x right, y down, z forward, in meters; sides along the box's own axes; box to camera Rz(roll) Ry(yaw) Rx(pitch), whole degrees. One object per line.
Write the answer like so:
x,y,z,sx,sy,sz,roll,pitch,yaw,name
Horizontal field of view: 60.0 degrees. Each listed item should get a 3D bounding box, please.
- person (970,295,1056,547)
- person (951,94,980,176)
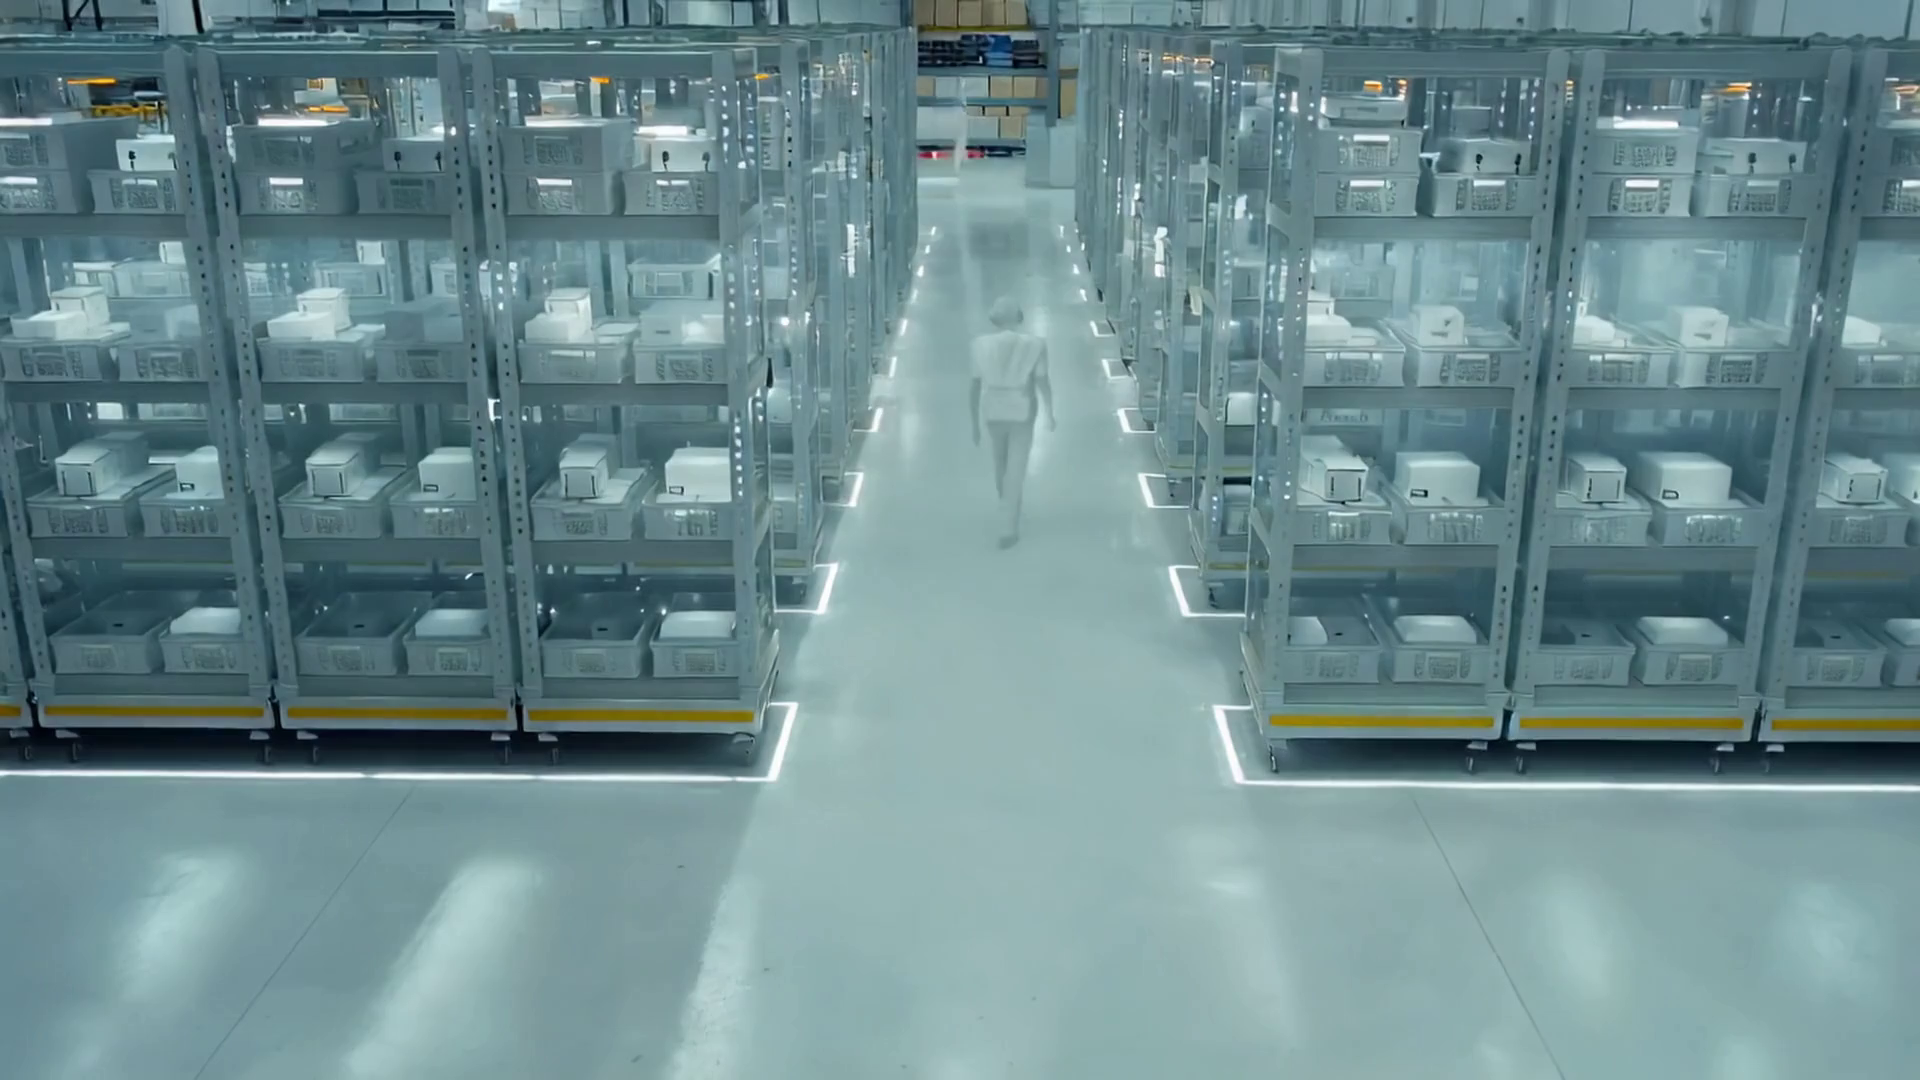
0.394,-0.912,12.324,0.586,1.790,0.981,5,18,15,person
0.159,-9.974,40.953,0.953,1.955,0.619,-8,19,-25,person
